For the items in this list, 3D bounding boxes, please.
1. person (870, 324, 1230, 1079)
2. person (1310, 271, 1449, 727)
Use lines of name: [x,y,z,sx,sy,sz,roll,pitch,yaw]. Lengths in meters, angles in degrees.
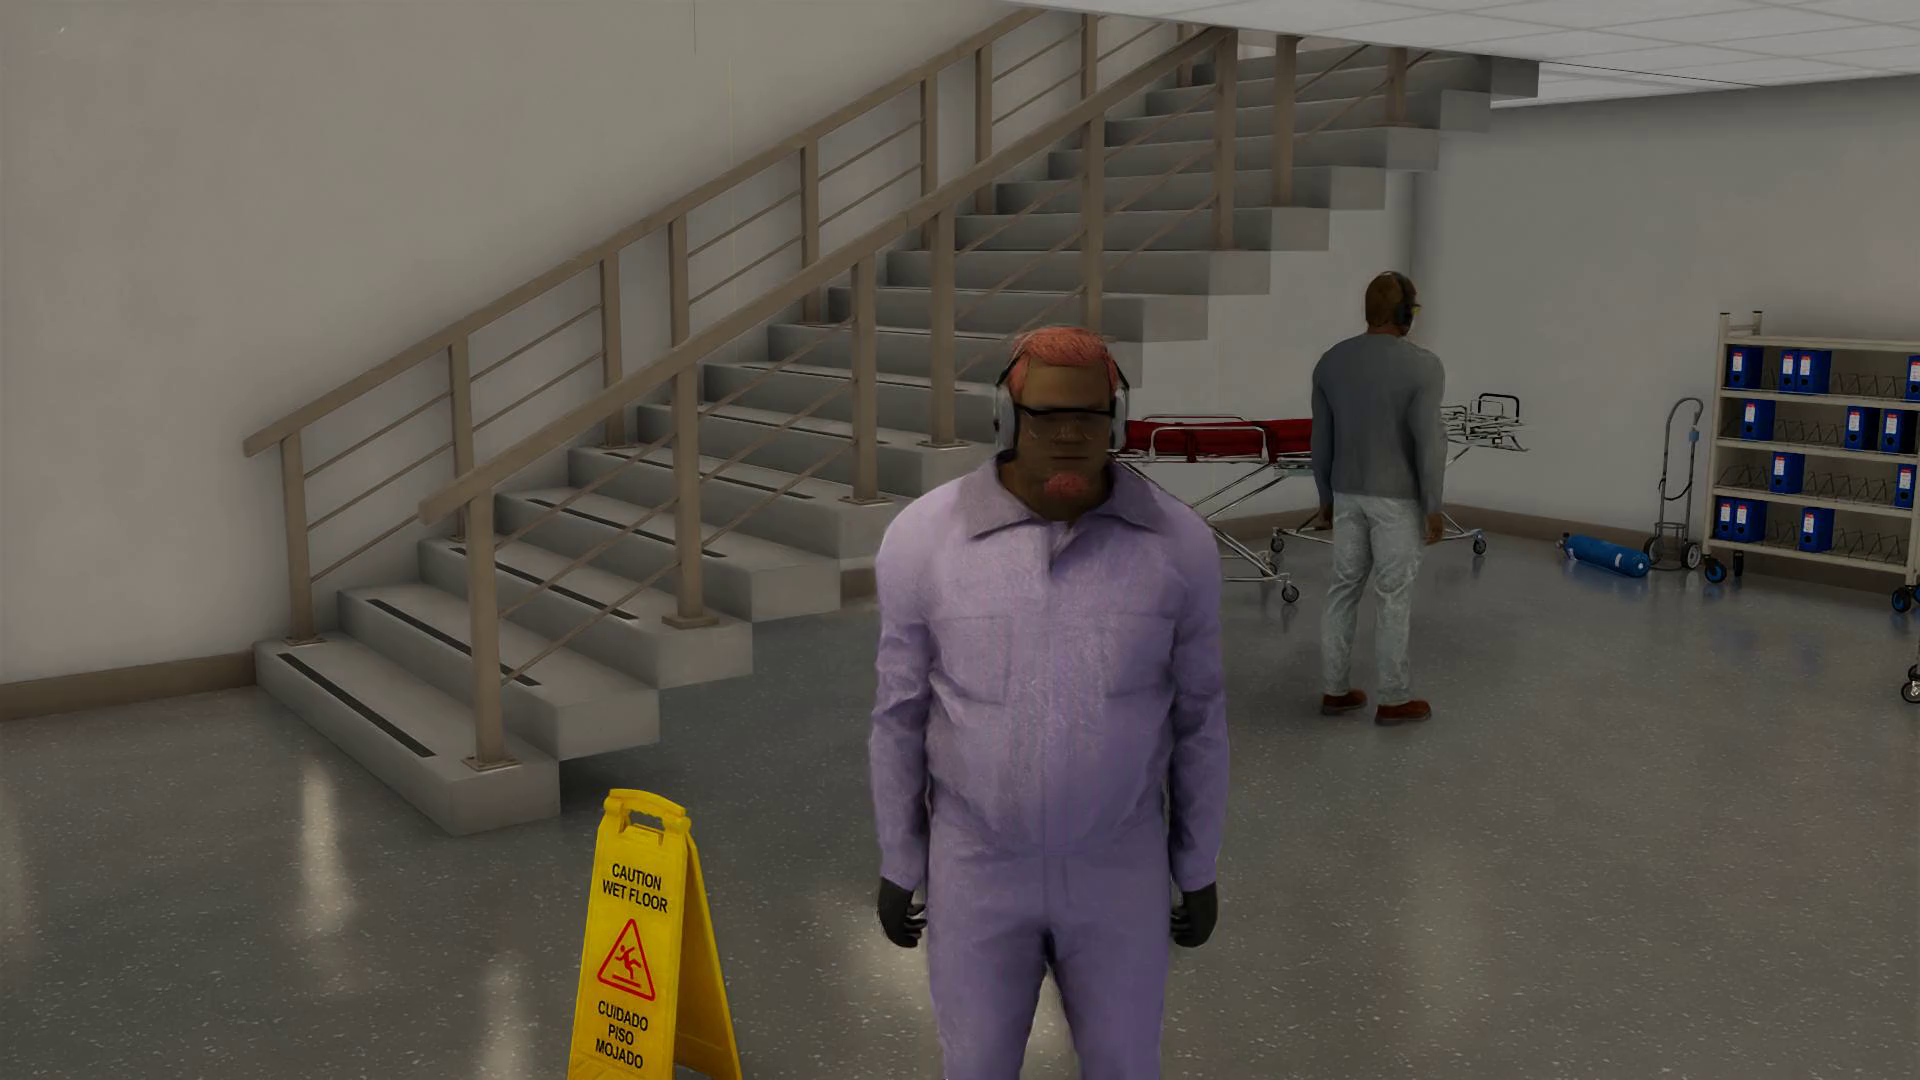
person: [0.166,0.566,3.005,0.651,1.902,0.400,0,10,-2]
person: [1.790,-0.171,7.125,0.354,1.937,0.635,-9,13,-42]
